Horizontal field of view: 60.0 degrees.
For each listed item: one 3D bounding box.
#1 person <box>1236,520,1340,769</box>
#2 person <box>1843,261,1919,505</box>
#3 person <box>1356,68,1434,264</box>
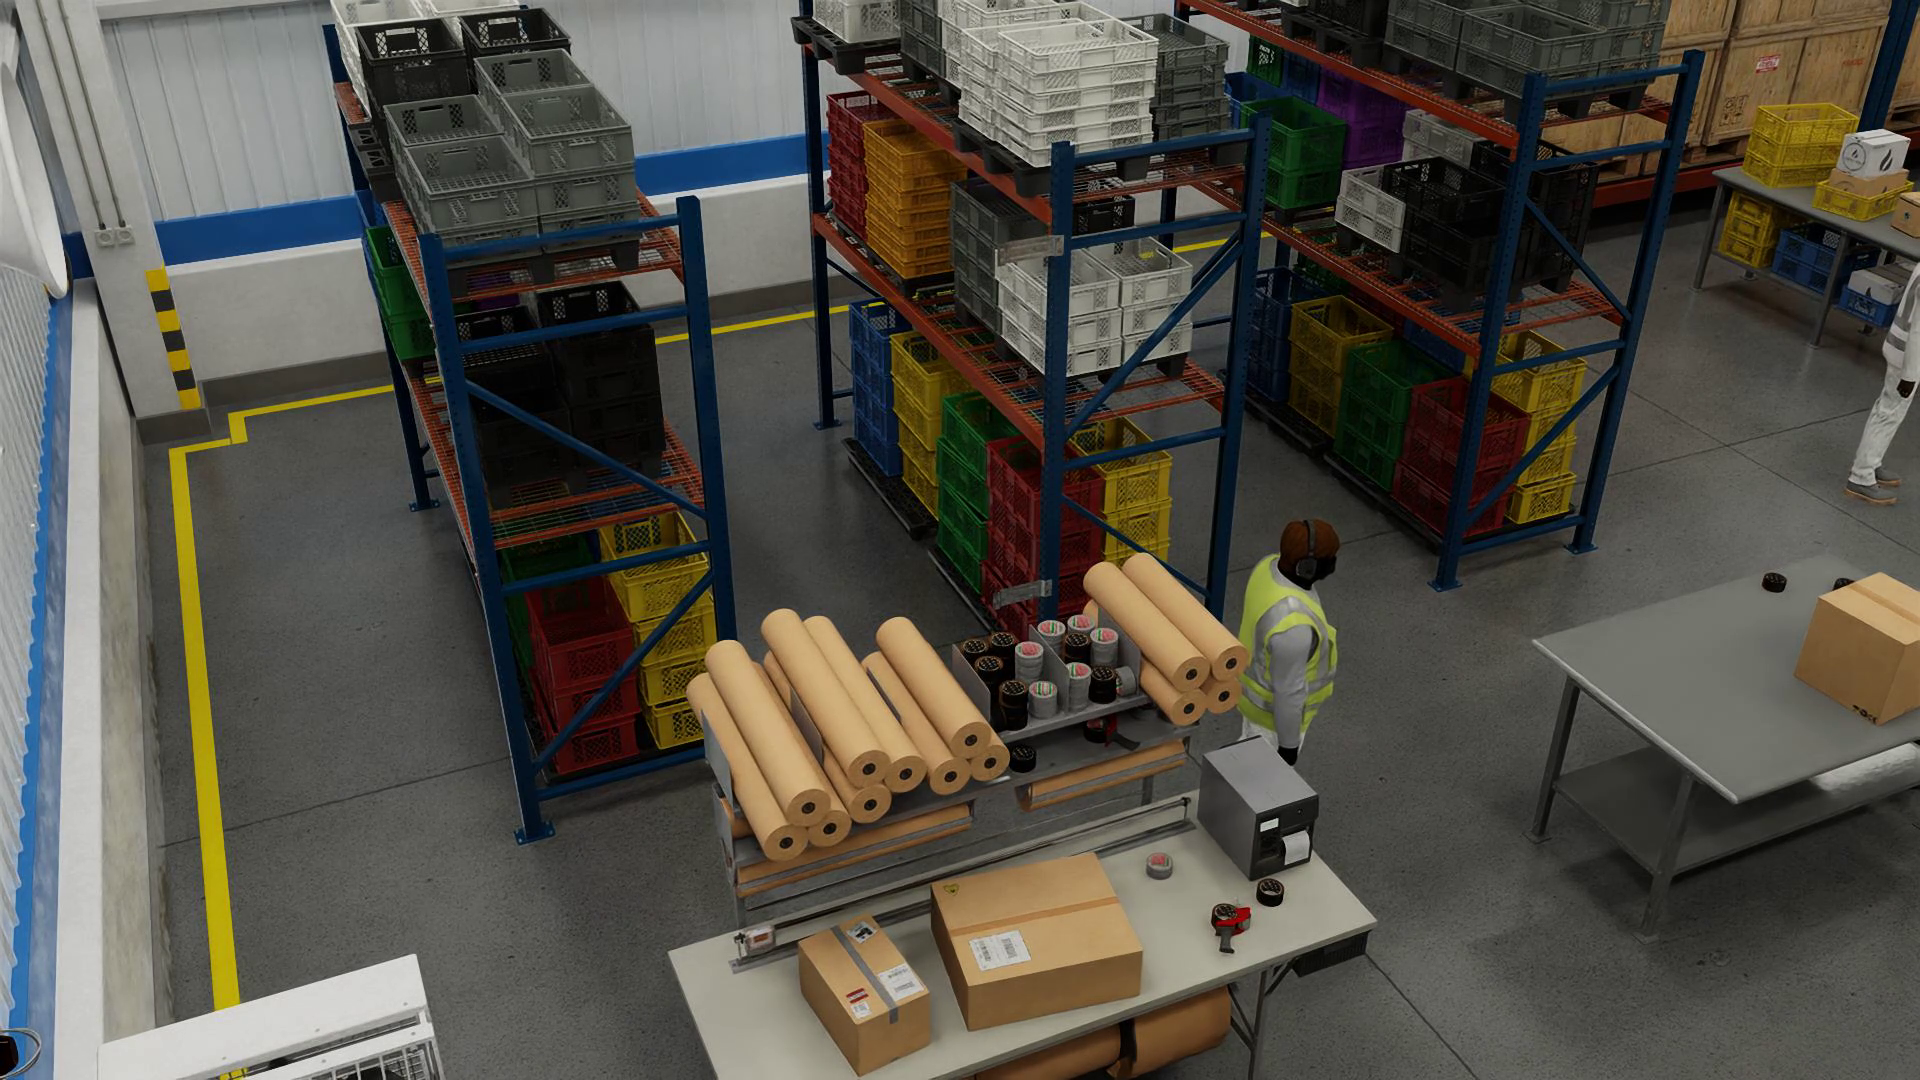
[{"bbox_3d":[1.412,0.711,7.316,0.430,1.836,0.630,0,32,0],"label":"person"},{"bbox_3d":[5.873,-1.128,10.258,0.343,1.878,0.578,17,36,26],"label":"person"},{"bbox_3d":[3.367,-2.911,13.100,0.627,1.933,0.371,2,32,3],"label":"person"}]
